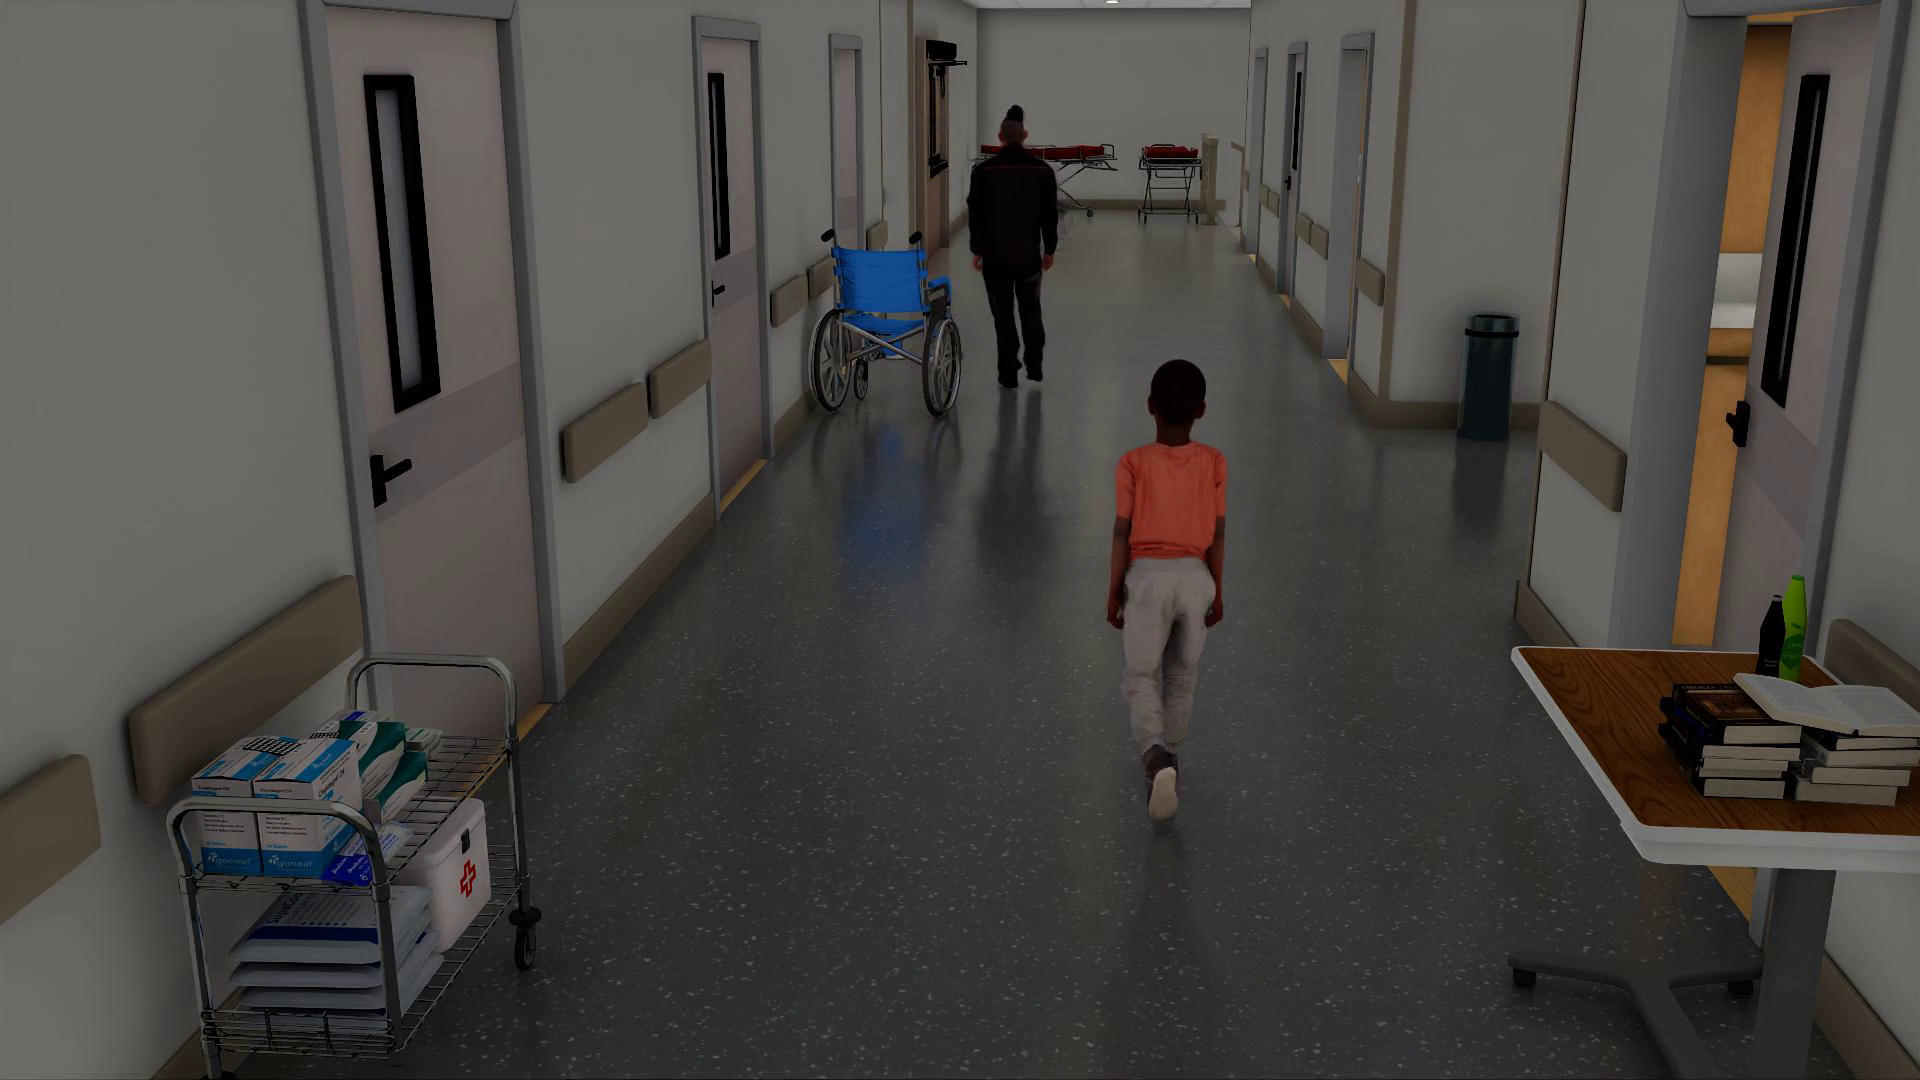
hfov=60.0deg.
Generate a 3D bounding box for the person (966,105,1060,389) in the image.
[{"bbox_3d":[0.359,-1.921,11.020,0.823,1.855,0.751,-2,16,-6],"label":"person"}]

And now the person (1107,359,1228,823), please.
[{"bbox_3d":[0.595,0.148,4.708,0.533,1.297,0.835,0,16,-1],"label":"person"}]
